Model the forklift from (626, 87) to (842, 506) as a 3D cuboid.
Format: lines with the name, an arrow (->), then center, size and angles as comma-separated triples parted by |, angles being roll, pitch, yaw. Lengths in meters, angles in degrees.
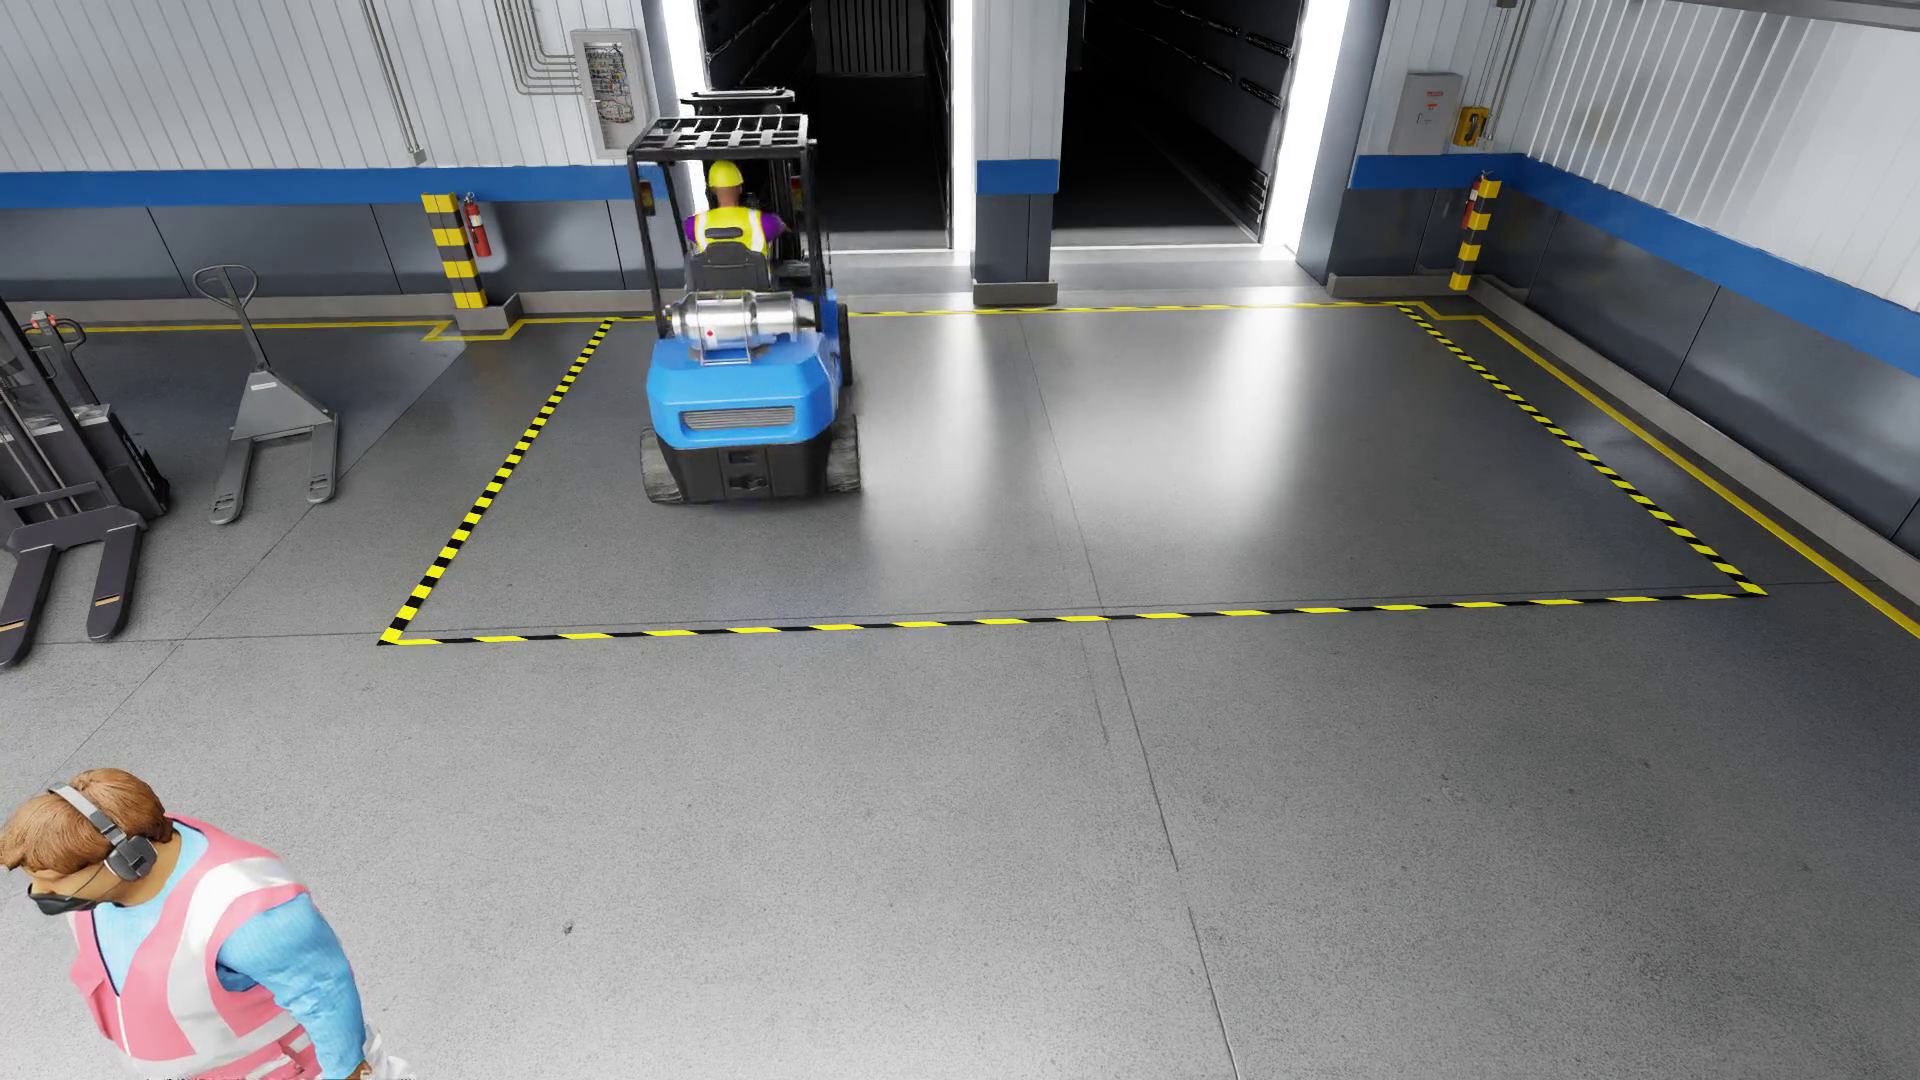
forklift -> -1.447, -1.763, 6.212 | 1.157, 2.036, 2.680 | -4, 35, -5

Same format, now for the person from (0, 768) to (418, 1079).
person -> -1.769, 1.245, 2.337 | 0.622, 1.843, 0.431 | 12, 37, 16

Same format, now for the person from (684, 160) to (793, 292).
person -> -1.447, -1.951, 6.155 | 0.635, 1.294, 1.004 | -4, 35, -5

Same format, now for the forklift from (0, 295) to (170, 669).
forklift -> -5.212, -0.618, 4.878 | 0.823, 1.965, 1.885 | -20, 39, -26

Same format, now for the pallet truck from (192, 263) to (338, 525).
pallet truck -> -4.778, -1.027, 6.128 | 0.680, 1.201, 1.601 | -17, 38, -23
